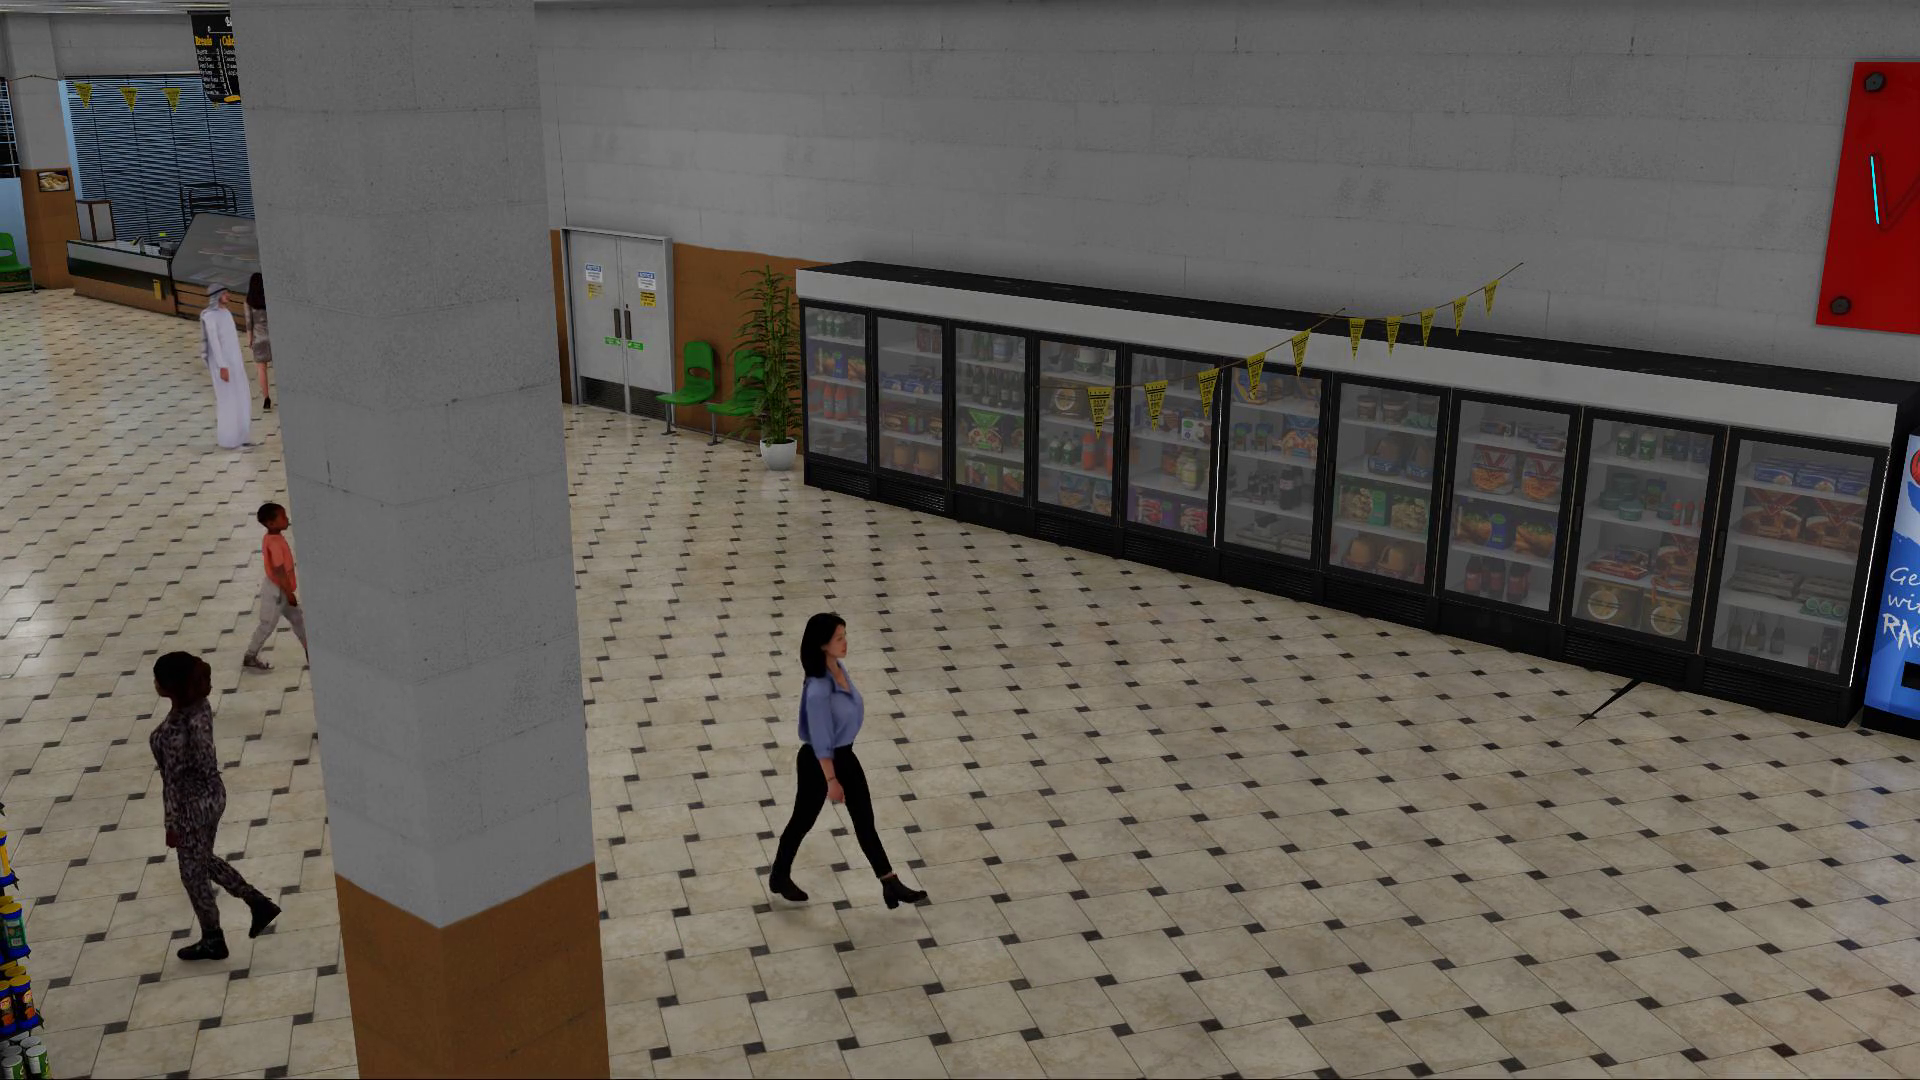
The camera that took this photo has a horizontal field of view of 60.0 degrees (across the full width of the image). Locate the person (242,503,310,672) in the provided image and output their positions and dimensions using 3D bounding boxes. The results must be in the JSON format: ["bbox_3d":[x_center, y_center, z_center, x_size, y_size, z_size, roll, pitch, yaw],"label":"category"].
[{"bbox_3d":[-5.163,0.374,12.420,0.960,1.284,0.802,-5,18,-15],"label":"person"}]

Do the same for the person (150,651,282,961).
[{"bbox_3d":[-3.782,1.370,8.416,0.885,1.705,0.836,0,17,-1],"label":"person"}]

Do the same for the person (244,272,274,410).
[{"bbox_3d":[-8.848,-2.536,21.212,0.582,1.743,0.729,-9,19,-26],"label":"person"}]

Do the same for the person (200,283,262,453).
[{"bbox_3d":[-8.454,-1.991,19.103,0.893,1.926,0.815,0,17,1],"label":"person"}]

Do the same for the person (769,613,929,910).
[{"bbox_3d":[-0.800,1.230,8.898,1.036,1.692,1.179,5,17,15],"label":"person"}]
